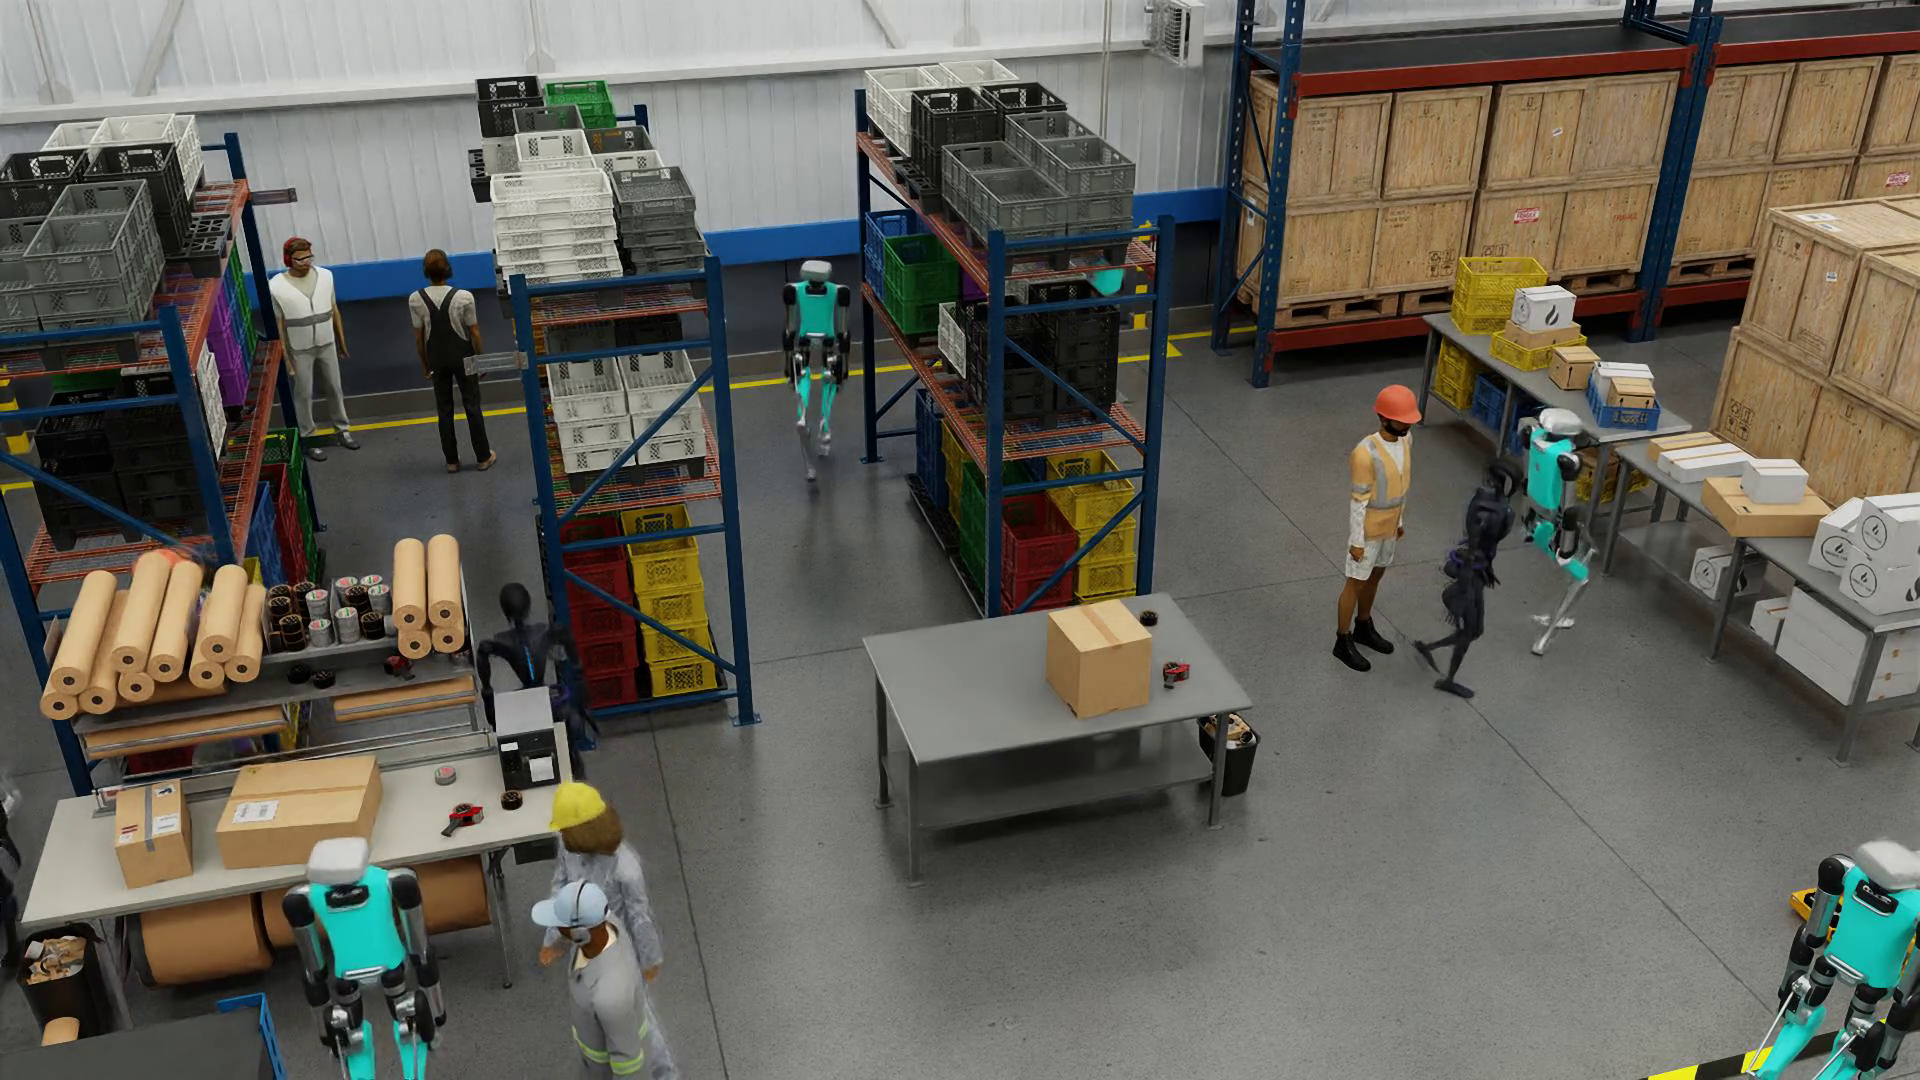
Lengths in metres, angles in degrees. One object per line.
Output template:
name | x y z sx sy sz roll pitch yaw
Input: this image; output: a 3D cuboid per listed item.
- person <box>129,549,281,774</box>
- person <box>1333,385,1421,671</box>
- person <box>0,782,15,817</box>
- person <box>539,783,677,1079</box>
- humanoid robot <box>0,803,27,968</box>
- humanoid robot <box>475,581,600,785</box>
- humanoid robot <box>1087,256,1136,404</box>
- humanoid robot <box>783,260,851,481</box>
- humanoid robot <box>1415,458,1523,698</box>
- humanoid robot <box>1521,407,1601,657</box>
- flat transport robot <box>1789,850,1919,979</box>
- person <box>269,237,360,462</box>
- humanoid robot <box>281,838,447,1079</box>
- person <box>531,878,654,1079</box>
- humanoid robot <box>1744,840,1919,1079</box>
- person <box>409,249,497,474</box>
person | -3.841 0.881 8.763 0.969 2.000 0.626 -15 32 -26
person | 2.669 -0.092 10.597 0.354 1.938 0.542 26 38 38
person | -5.593 0.972 8.800 0.507 1.801 1.007 3 29 6
person | -1.602 1.814 7.364 0.511 1.703 0.425 22 36 35
humanoid robot | -4.931 1.440 8.077 0.614 1.654 0.335 -4 29 -8
humanoid robot | -2.226 0.991 8.908 0.590 1.643 0.457 -11 31 -19
humanoid robot | 1.080 -1.928 14.138 0.986 1.728 0.547 23 36 36
humanoid robot | -1.117 -1.232 12.937 0.557 1.766 1.049 0 29 0
humanoid robot | 3.119 0.214 10.315 0.493 1.628 0.616 18 33 29
humanoid robot | 3.985 -0.071 10.757 0.882 1.769 0.590 -7 30 -13
flat transport robot | 5.163 1.916 8.676 1.431 0.231 0.659 -8 30 -14
person | -5.210 -1.552 13.360 0.385 1.836 0.566 25 37 37
humanoid robot | -2.386 2.133 6.807 0.559 1.836 0.741 -6 29 -10
person | -1.427 2.101 6.695 0.384 1.849 0.596 -9 30 -17
humanoid robot | 3.498 2.018 6.831 0.735 1.673 0.533 -16 33 -27
person | -3.983 -1.395 13.063 0.509 1.845 0.342 -3 29 -6
